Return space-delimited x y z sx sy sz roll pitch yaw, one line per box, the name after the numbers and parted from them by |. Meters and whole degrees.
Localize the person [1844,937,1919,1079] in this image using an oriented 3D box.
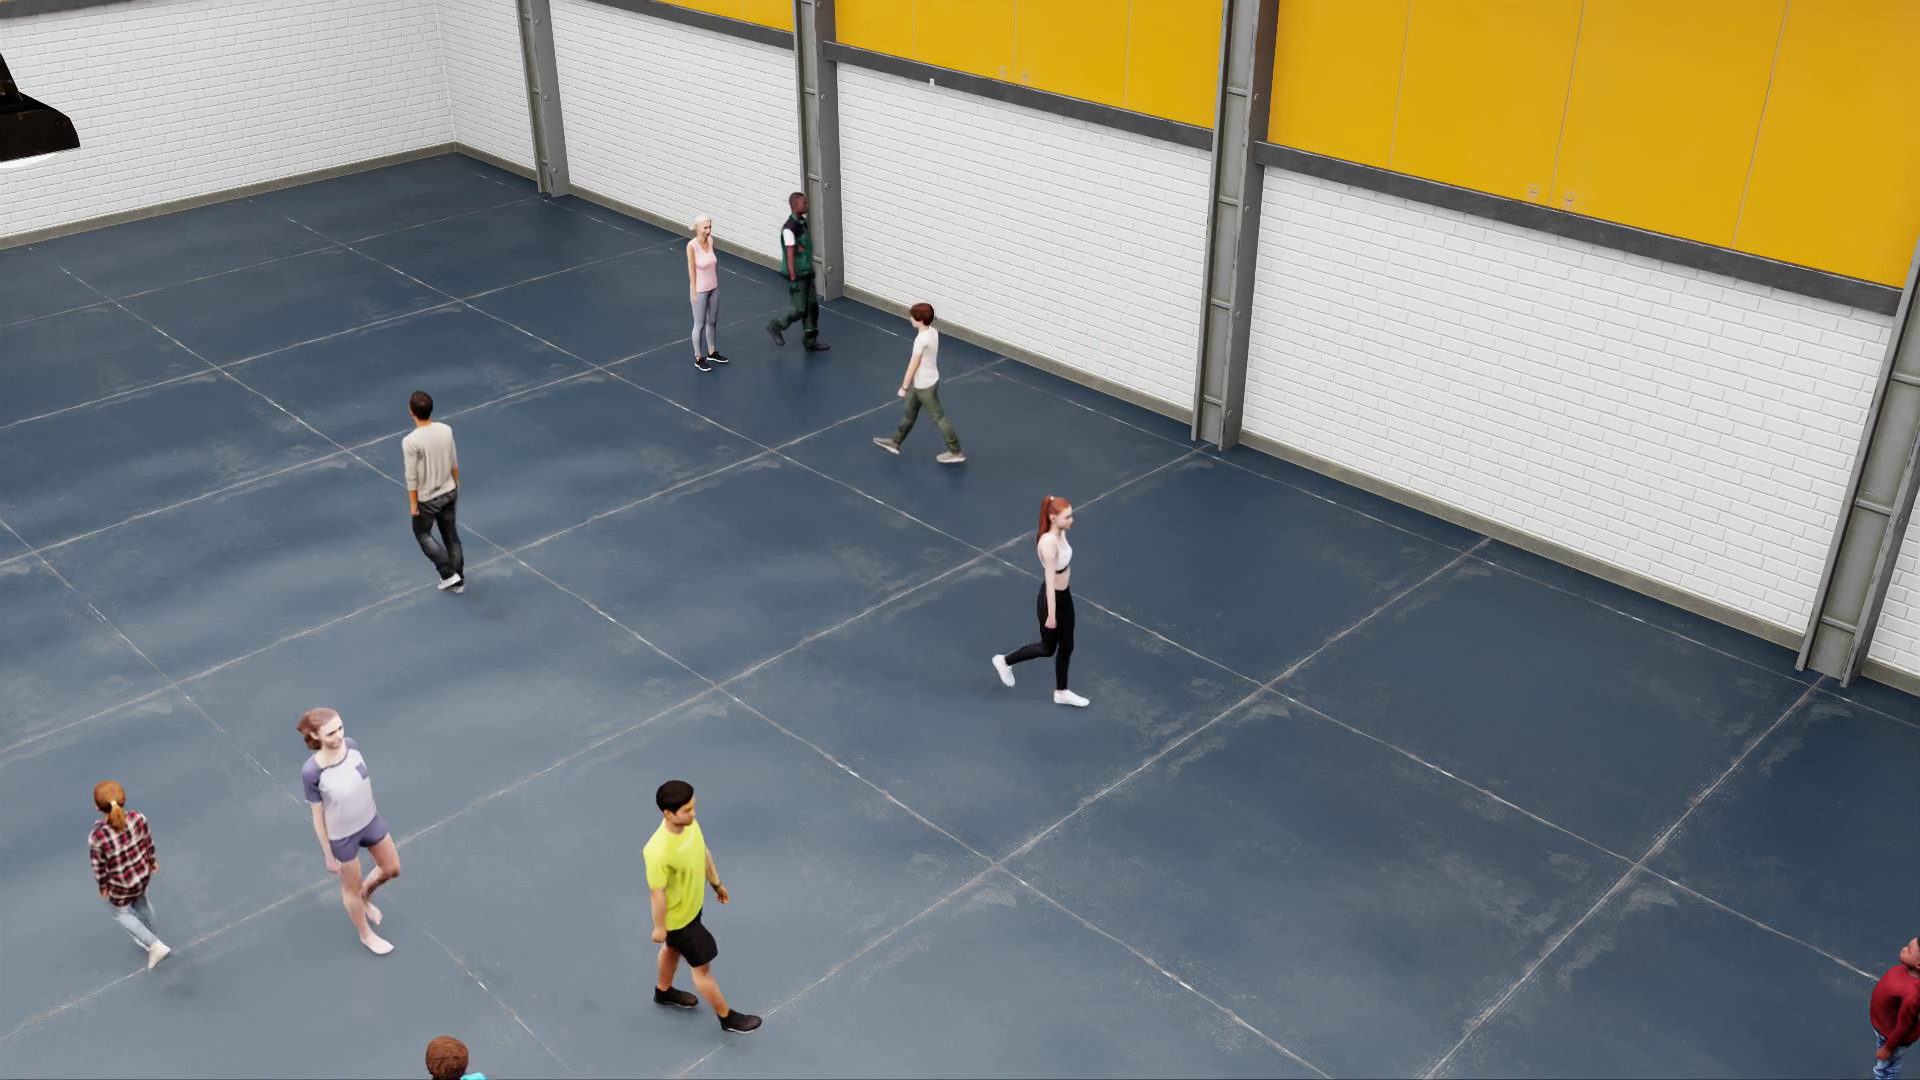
5.003 2.595 8.870 0.551 1.256 0.547 16 33 27 | person

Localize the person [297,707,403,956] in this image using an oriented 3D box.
-3.707 1.710 9.969 0.718 1.758 0.662 16 32 27 | person

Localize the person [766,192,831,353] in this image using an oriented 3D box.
-1.845 -2.957 18.458 1.115 1.821 1.008 7 29 13 | person

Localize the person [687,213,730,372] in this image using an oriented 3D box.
-2.798 -2.734 18.154 0.567 1.721 0.590 19 34 31 | person

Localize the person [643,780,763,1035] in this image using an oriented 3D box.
-1.661 2.049 9.428 1.067 1.681 0.935 5 29 9 | person

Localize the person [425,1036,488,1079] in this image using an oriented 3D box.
-2.331 2.991 7.955 0.532 1.438 0.533 25 37 37 | person

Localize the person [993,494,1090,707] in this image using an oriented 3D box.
0.612 0.455 12.304 1.073 1.725 0.872 8 30 15 | person

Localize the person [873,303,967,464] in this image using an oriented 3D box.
-0.245 -1.450 15.925 1.204 1.601 1.005 5 29 9 | person

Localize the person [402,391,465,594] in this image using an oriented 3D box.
-4.266 -0.347 13.693 0.665 1.803 0.705 20 35 33 | person

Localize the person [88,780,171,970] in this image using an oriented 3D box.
-4.920 2.015 9.897 0.733 1.291 0.608 17 33 28 | person
